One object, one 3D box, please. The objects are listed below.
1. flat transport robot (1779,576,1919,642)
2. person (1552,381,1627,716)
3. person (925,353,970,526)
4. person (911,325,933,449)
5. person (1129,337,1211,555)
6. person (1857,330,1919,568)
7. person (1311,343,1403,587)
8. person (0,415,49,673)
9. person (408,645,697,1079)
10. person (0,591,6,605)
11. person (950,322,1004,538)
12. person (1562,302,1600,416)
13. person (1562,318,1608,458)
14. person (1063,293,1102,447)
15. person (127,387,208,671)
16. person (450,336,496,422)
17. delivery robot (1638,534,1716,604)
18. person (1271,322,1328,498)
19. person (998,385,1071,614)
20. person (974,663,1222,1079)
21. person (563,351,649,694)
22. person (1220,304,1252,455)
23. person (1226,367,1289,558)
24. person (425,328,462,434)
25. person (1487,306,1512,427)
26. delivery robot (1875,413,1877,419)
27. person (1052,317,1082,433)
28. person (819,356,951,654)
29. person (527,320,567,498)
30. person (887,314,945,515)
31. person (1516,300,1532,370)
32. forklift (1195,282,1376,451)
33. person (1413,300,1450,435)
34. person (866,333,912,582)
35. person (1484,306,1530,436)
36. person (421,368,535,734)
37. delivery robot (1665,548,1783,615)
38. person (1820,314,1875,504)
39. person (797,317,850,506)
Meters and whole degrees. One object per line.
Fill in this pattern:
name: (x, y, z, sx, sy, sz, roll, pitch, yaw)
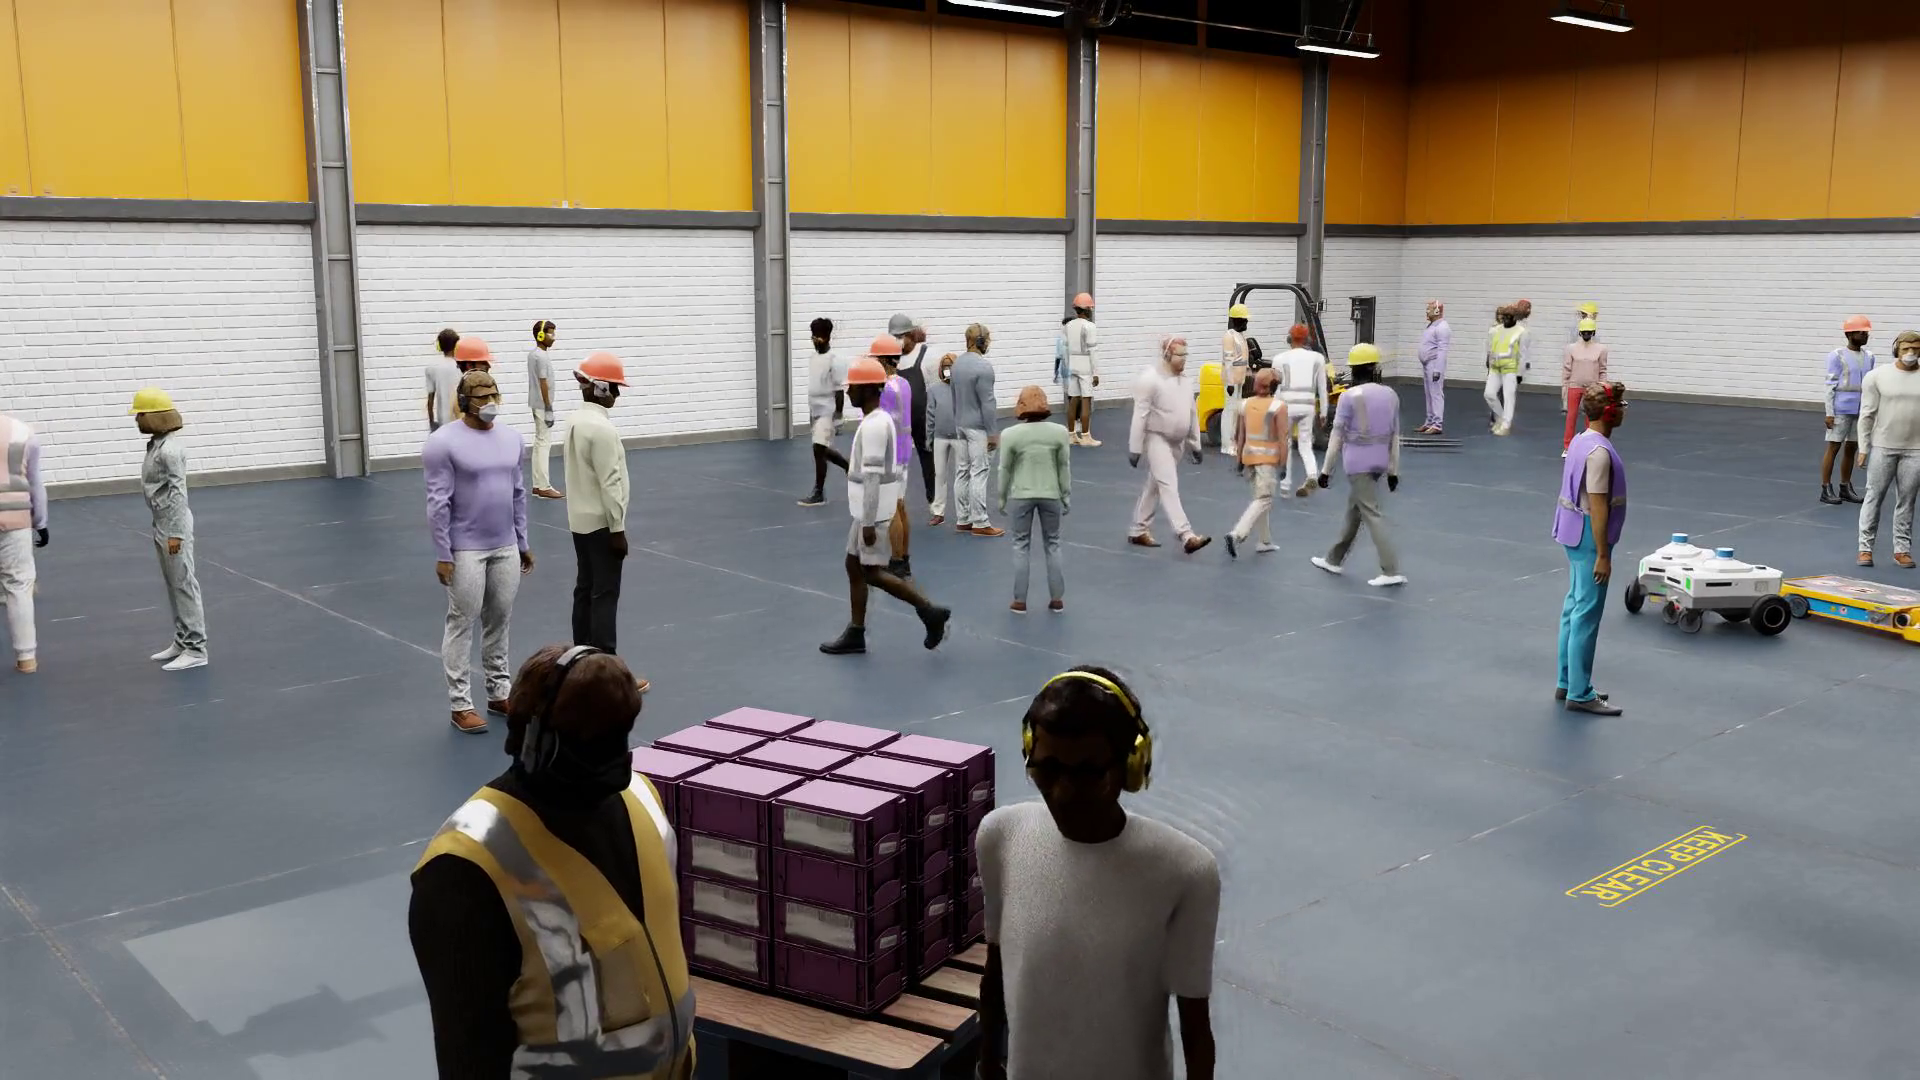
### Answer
flat transport robot: (6.281, 0.452, 11.468, 0.652, 0.197, 1.431, -4, 11, -24)
person: (3.514, 0.037, 9.280, 0.386, 1.849, 0.567, 2, 10, 10)
person: (-0.085, -0.937, 15.616, 0.503, 1.633, 0.280, 2, 10, 14)
person: (-0.555, -1.979, 21.698, 0.514, 1.641, 0.307, 7, 12, 36)
person: (1.816, -0.802, 14.240, 0.668, 1.855, 1.015, -9, 13, -43)
person: (7.655, -0.737, 13.554, 0.629, 1.939, 0.372, 3, 10, 16)
person: (3.129, -0.591, 12.949, 0.602, 1.863, 1.020, -7, 12, -35)
person: (-5.859, -0.085, 10.056, 0.630, 1.833, 0.430, -5, 11, -28)
person: (-0.708, 1.096, 3.127, 0.429, 1.839, 0.623, 4, 10, 22)
person: (-7.172, -0.313, 11.895, 0.533, 1.662, 0.841, 8, 13, 40)
person: (0.144, -0.990, 15.038, 0.372, 1.939, 0.631, -6, 11, -30)
person: (9.952, -2.845, 26.271, 0.821, 1.799, 0.615, 1, 10, 6)
person: (7.819, -1.896, 20.847, 0.533, 1.767, 0.313, 3, 10, 16)
person: (1.639, -2.255, 22.136, 0.377, 2.044, 0.607, -7, 12, -37)
person: (-4.882, -0.070, 10.227, 0.325, 1.740, 0.493, -7, 12, -34)
person: (-3.615, -0.544, 12.423, 0.362, 1.939, 0.542, -3, 10, -16)
delivery robot: (5.116, 0.198, 11.851, 0.477, 0.478, 0.707, 8, 13, 40)
person: (3.522, -1.321, 17.227, 0.630, 1.857, 0.748, -1, 10, -3)
person: (0.529, -0.283, 11.813, 0.512, 1.629, 0.295, -1, 10, -6)
person: (0.235, 1.109, 3.170, 0.530, 1.808, 1.019, 4, 10, 22)
person: (-2.076, -0.094, 9.639, 0.391, 1.989, 0.611, -6, 12, -33)
person: (3.529, -2.052, 21.280, 0.370, 1.928, 0.585, 4, 11, 24)
person: (2.500, -0.646, 13.997, 0.736, 1.614, 0.531, -7, 12, -37)
person: (-4.864, -1.109, 15.988, 0.528, 1.852, 0.710, 1, 10, 8)
person: (8.012, -2.559, 24.624, 0.562, 1.803, 0.445, -8, 13, -40)
delivery robot: (13.115, -1.935, 24.336, 0.477, 0.478, 0.707, 1, 10, 4)
person: (1.595, -2.343, 23.747, 0.542, 1.666, 0.584, 7, 12, 34)
person: (-0.483, -0.200, 10.490, 0.776, 1.913, 0.552, 0, 10, -2)
person: (-4.364, -1.366, 17.475, 0.326, 1.860, 0.518, -5, 11, -26)
person: (-0.478, -1.239, 16.191, 0.689, 2.000, 0.728, 3, 10, 18)
person: (8.716, -2.861, 26.251, 0.622, 1.847, 0.474, -9, 13, -43)
forklift: (4.328, -2.346, 22.227, 2.313, 2.155, 1.214, 3, 10, 16)
person: (6.730, -2.454, 23.703, 0.409, 1.909, 0.639, 0, 10, 1)
person: (-0.566, -0.637, 12.968, 0.364, 1.935, 0.553, 2, 10, 12)
person: (7.733, -2.390, 23.535, 0.434, 1.831, 0.659, -6, 12, -34)
person: (-2.568, 0.049, 8.948, 0.371, 1.940, 0.627, 7, 12, 36)
delivery robot: (5.170, 0.296, 11.275, 0.707, 0.478, 0.477, -1, 10, -5)
person: (9.108, -1.333, 17.032, 0.549, 1.942, 0.347, -3, 10, -16)
person: (-1.300, -1.314, 16.949, 0.758, 1.929, 0.632, -6, 11, -31)
